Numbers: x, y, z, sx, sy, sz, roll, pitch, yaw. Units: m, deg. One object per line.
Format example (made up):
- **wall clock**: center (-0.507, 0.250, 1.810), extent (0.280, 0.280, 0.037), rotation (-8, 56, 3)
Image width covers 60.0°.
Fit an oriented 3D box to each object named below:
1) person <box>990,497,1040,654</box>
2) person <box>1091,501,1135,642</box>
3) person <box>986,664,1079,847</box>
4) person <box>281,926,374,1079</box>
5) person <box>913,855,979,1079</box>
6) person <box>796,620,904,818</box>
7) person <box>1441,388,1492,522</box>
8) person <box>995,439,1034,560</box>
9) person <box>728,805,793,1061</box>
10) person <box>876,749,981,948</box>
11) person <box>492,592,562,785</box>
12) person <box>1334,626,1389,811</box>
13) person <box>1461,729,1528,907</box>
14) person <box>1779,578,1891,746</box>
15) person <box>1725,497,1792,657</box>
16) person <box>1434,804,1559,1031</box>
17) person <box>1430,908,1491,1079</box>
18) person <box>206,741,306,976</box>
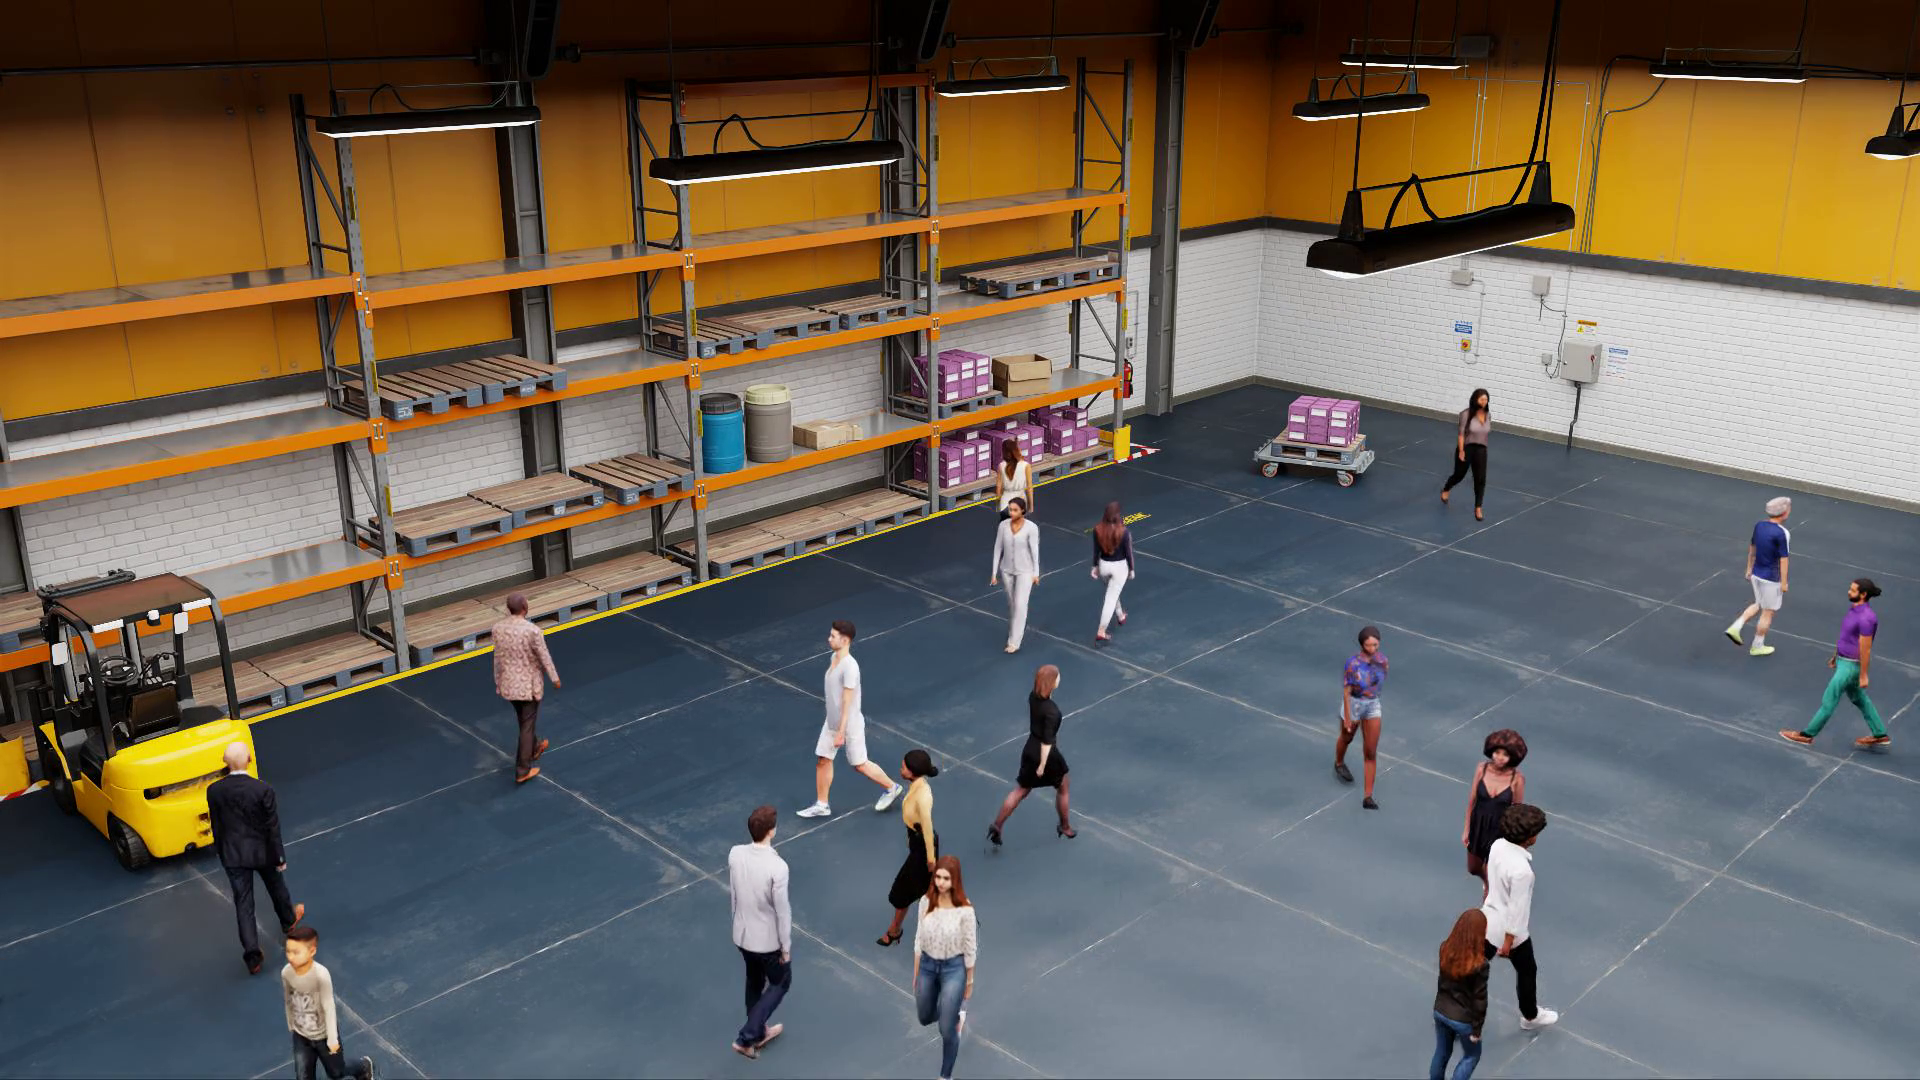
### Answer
- **person**: center (0.664, 0.334, 18.529), extent (0.866, 1.705, 1.061), rotation (8, 20, 23)
- **person**: center (1.683, 0.391, 18.597), extent (0.850, 1.554, 1.194), rotation (11, 21, 29)
- **person**: center (0.602, 1.864, 14.049), extent (1.148, 1.664, 0.799), rotation (-10, 21, -28)
- **person**: center (-4.080, 3.119, 10.666), extent (0.815, 1.446, 0.966), rotation (5, 19, 15)
- **person**: center (-0.083, 2.847, 11.067), extent (0.778, 1.704, 0.975), rotation (8, 20, 23)
- **person**: center (-0.929, 1.591, 14.610), extent (1.271, 1.823, 0.937), rotation (-9, 21, -25)
- **person**: center (6.988, -1.203, 22.935), extent (1.156, 1.807, 1.118), rotation (-3, 19, -8)
- **person**: center (0.664, -0.388, 20.563), extent (0.736, 1.776, 0.742), rotation (8, 20, 21)
- **person**: center (-1.415, 2.715, 11.268), extent (0.782, 1.826, 0.913), rotation (11, 22, 30)
- **person**: center (-0.198, 2.370, 12.630), extent (1.109, 1.611, 0.991), rotation (-4, 19, -11)
- **person**: center (-4.064, 1.387, 15.291), extent (0.901, 1.777, 1.095), rotation (8, 20, 23)
- **person**: center (3.594, 1.538, 15.010), extent (1.212, 1.670, 1.152), rotation (-4, 19, -12)
- **person**: center (4.091, 2.239, 12.783), extent (0.687, 1.762, 1.066), rotation (12, 22, 31)
- **person**: center (8.607, 1.223, 15.865), extent (1.109, 1.720, 1.251), rotation (6, 19, 16)
- **person**: center (8.734, 0.409, 18.118), extent (0.924, 1.826, 0.845), rotation (-4, 19, -11)
- **person**: center (3.693, 2.658, 11.525), extent (1.221, 1.771, 1.034), rotation (-3, 19, -10)
- **person**: center (3.166, 3.080, 10.744), extent (0.619, 1.468, 0.594), rotation (-14, 23, -35)
- **person**: center (-5.296, 2.386, 12.338), extent (1.119, 1.768, 1.137), rotation (-2, 19, -7)
